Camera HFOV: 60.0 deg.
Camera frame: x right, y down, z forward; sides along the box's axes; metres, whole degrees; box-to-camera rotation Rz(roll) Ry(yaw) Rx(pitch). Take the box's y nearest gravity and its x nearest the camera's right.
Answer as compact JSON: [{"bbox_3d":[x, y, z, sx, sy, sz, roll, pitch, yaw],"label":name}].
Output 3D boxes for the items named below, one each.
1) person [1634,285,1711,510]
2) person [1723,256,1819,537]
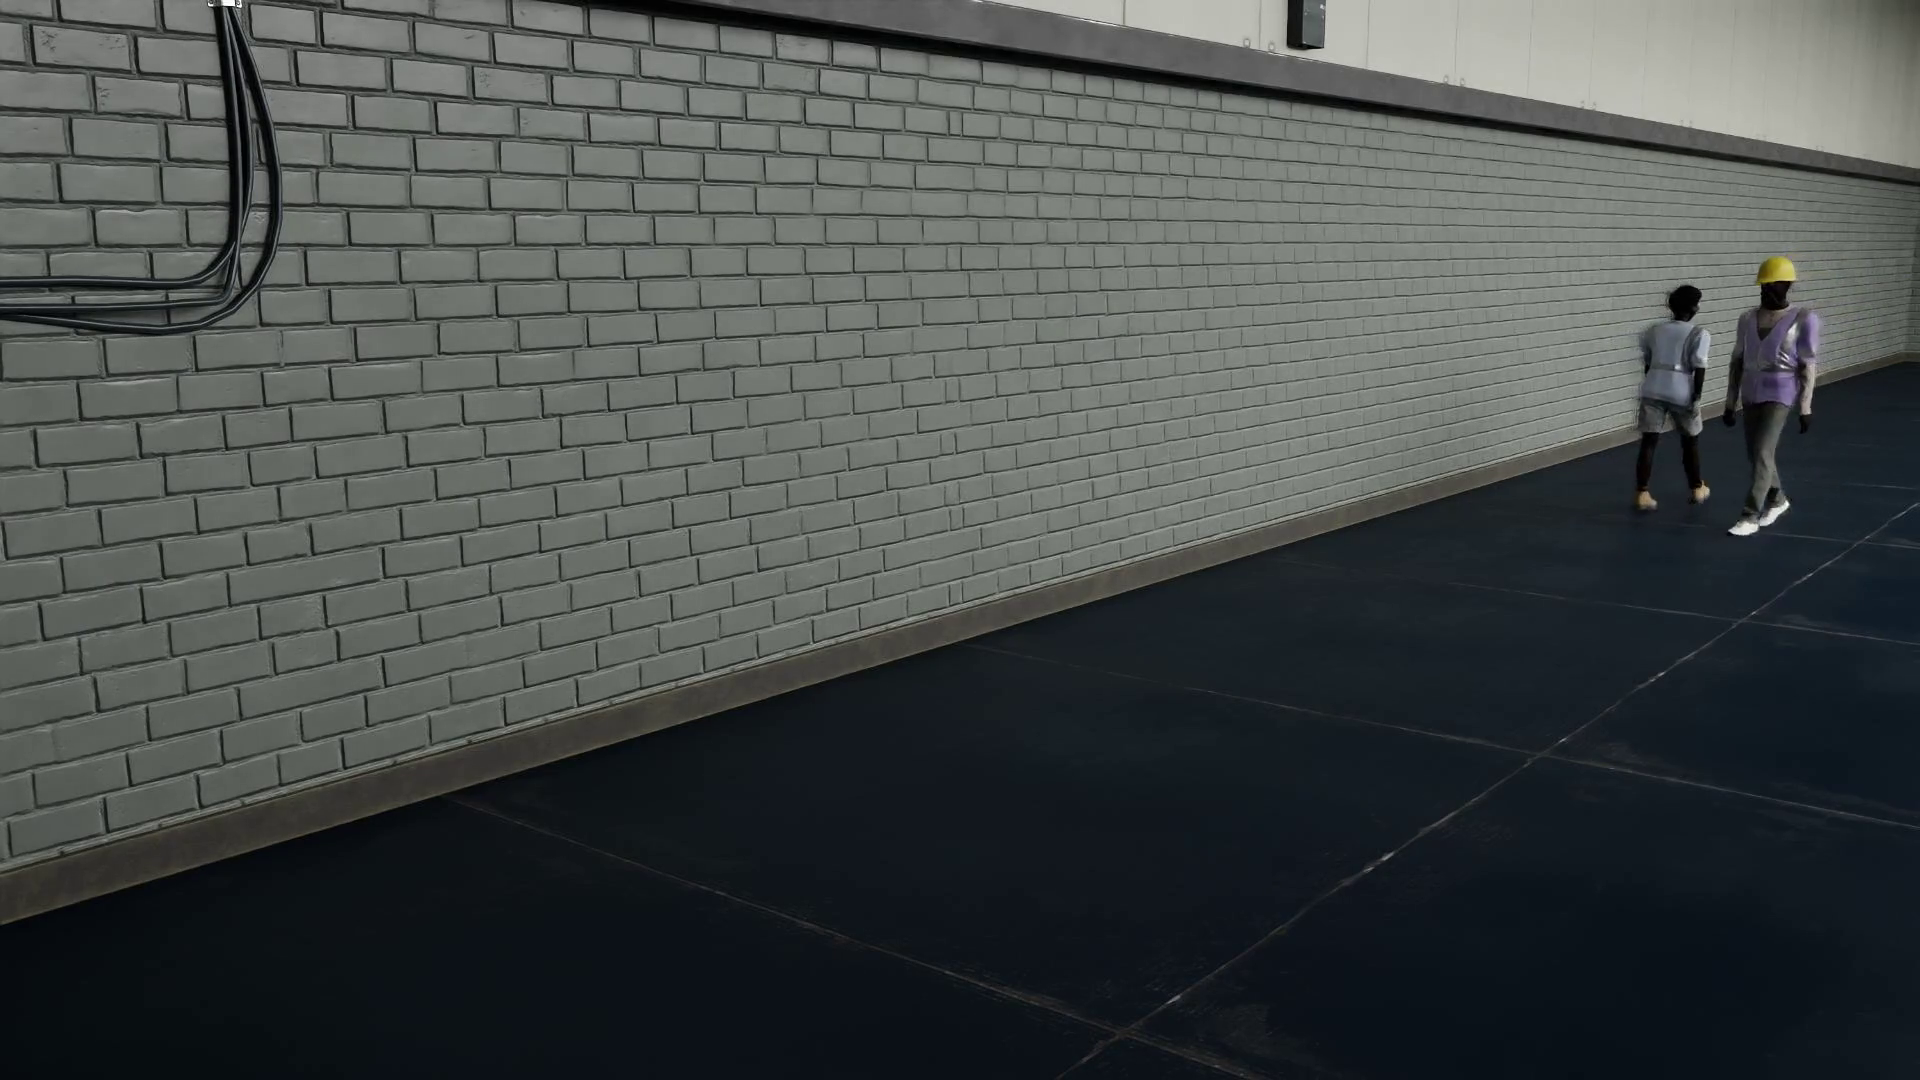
[{"bbox_3d":[5.371,-1.068,12.476,0.819,1.654,0.549,-9,14,-42],"label":"person"},{"bbox_3d":[5.604,-0.994,11.473,0.734,1.930,0.617,-5,12,-28],"label":"person"}]
